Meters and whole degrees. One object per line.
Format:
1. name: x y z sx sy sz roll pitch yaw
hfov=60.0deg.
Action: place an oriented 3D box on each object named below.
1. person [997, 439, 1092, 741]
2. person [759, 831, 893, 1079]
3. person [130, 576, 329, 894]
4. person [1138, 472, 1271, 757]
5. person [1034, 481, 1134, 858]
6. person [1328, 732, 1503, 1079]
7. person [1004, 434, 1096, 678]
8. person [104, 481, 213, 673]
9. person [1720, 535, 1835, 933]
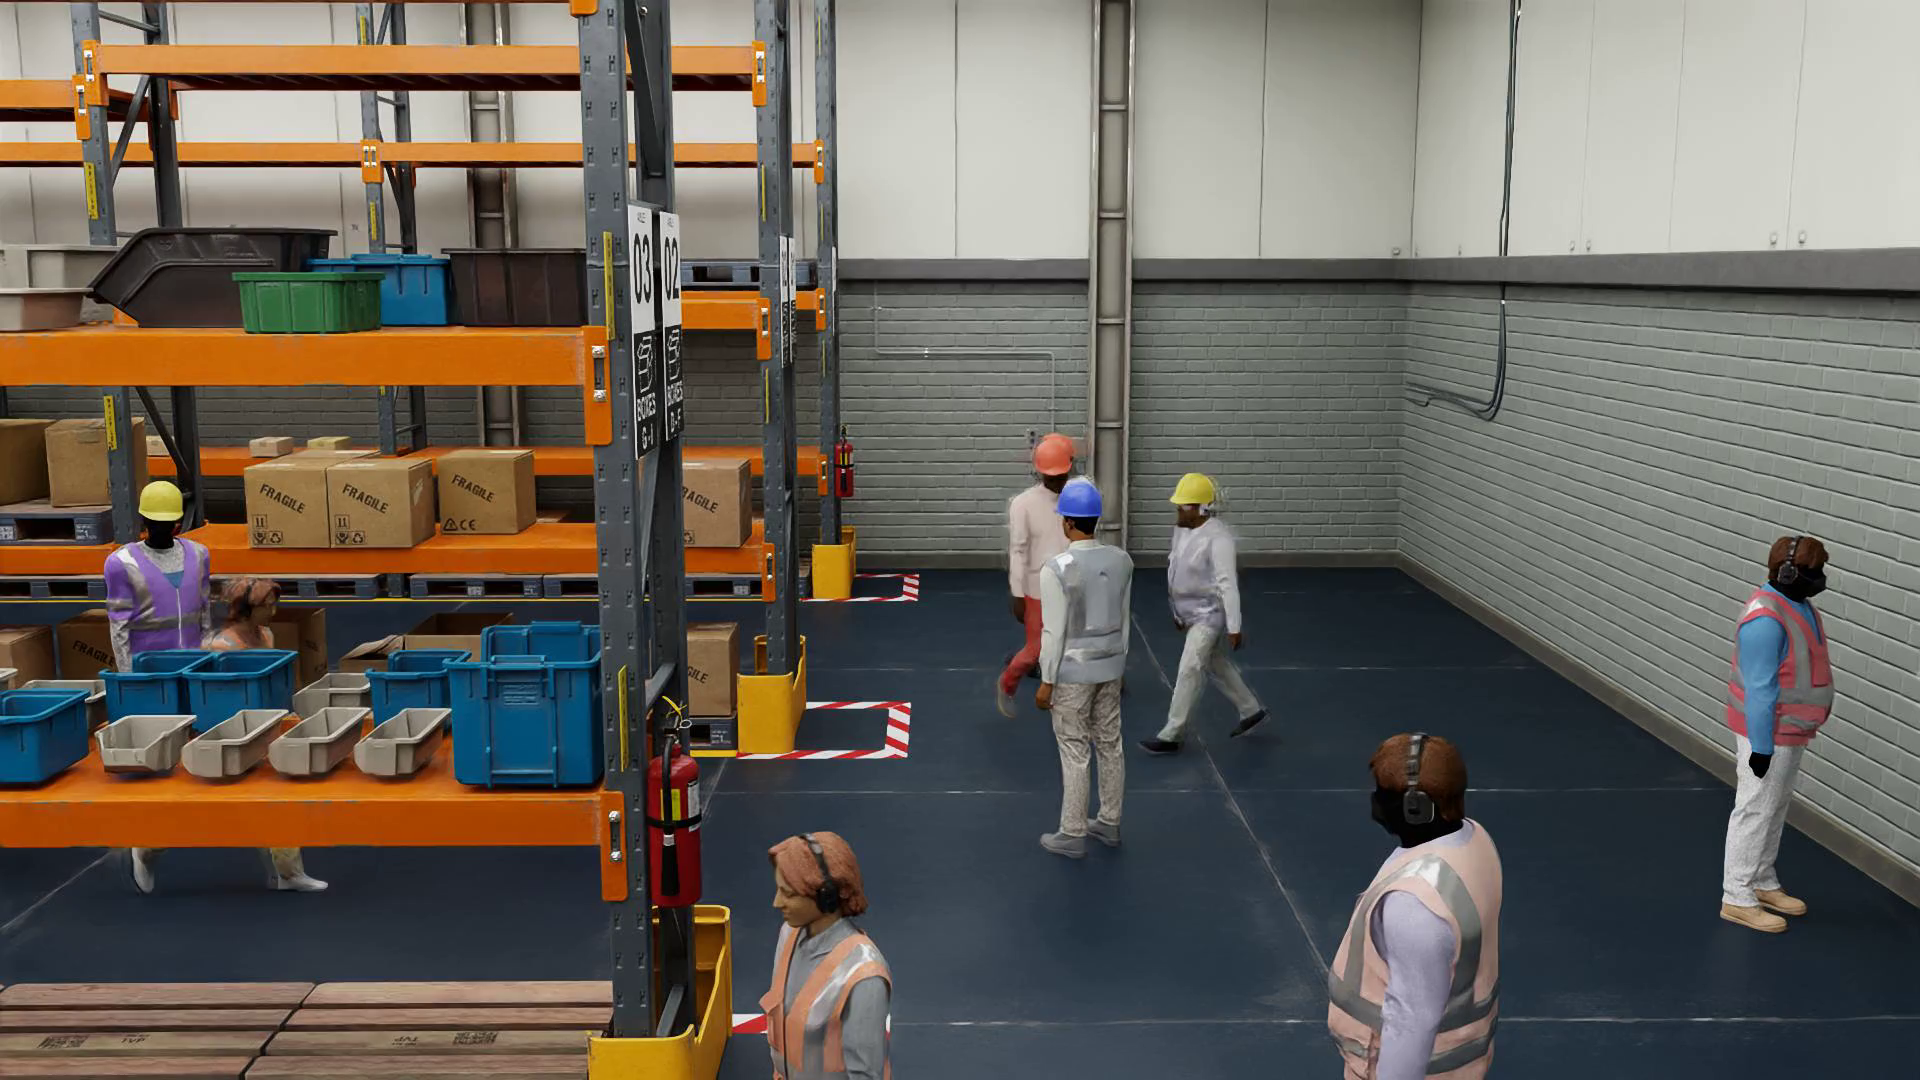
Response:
1. person: 0.533 0.303 10.811 0.650 1.970 0.682 -5 11 -29
2. person: -0.329 1.534 4.279 0.311 1.632 0.525 -5 11 -30
3. person: -3.581 0.948 8.020 0.889 1.584 0.531 1 9 7
4. person: 1.568 0.449 10.459 0.921 1.798 0.617 -3 10 -17
5. person: 0.631 0.668 8.610 0.605 1.948 0.404 -8 12 -39
6. person: 1.193 1.405 4.430 0.429 1.842 0.626 5 10 27
7. person: 0.761 0.154 12.018 0.568 1.865 1.039 -9 13 -43
8. person: -4.226 0.637 8.885 0.383 1.922 0.587 6 11 31
9. person: 3.778 0.881 7.679 0.432 1.836 0.618 8 12 39
